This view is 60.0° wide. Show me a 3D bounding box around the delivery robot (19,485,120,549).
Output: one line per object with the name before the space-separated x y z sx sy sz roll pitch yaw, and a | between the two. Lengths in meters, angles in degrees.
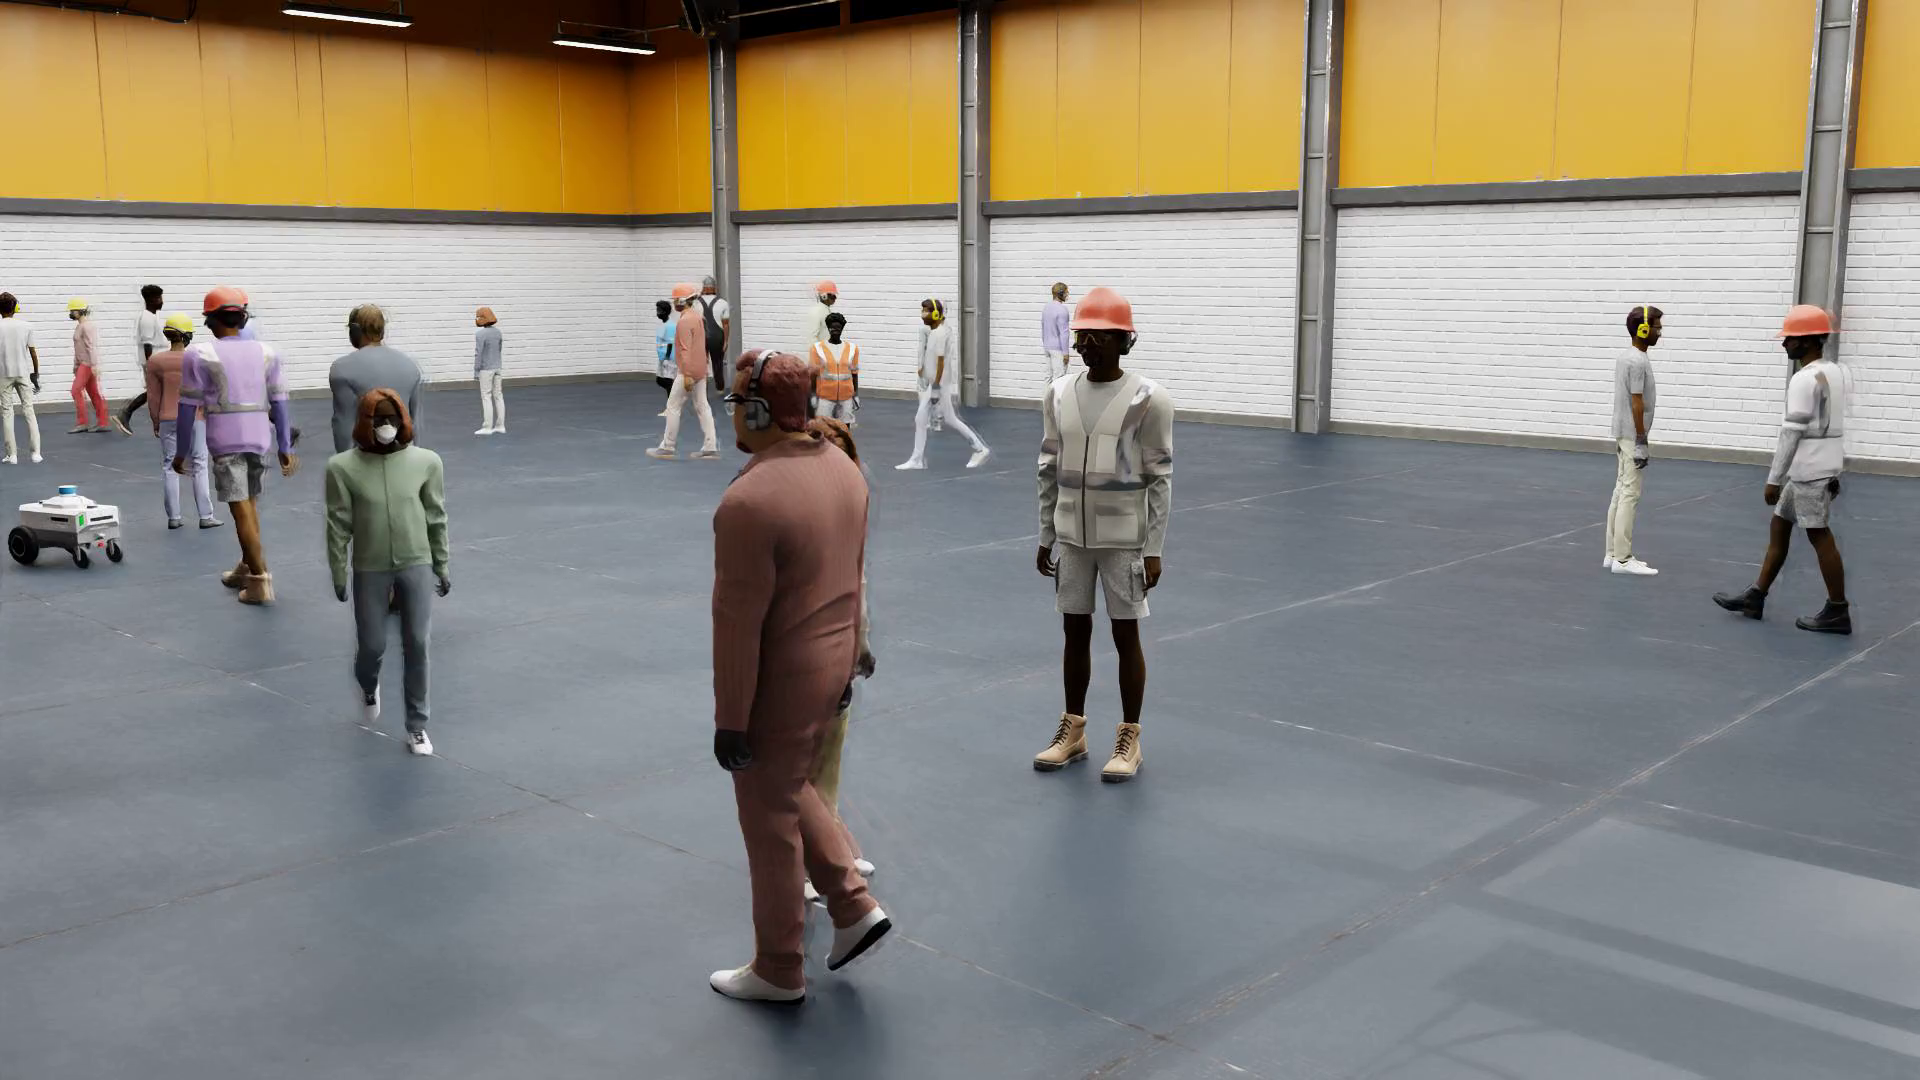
delivery robot | -6.418 -0.149 11.985 0.707 0.478 0.477 4 10 25

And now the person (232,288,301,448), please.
person | -8.014 -1.900 18.863 0.855 1.916 0.540 -3 10 -20

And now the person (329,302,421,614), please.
person | -3.476 -0.473 10.068 0.548 1.921 0.630 6 11 32

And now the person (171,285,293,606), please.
person | -4.675 -0.602 10.606 0.900 2.003 0.621 6 11 34

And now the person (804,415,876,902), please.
person | -0.476 0.387 5.682 0.289 1.633 0.501 7 12 37

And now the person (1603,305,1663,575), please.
person | 4.716 -0.694 11.601 0.324 1.869 0.514 2 9 10

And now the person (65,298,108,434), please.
person | -11.328 -2.232 21.369 0.642 1.743 0.557 -7 11 -36

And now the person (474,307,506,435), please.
person | -6.055 -2.164 21.341 0.303 1.635 0.501 4 10 22

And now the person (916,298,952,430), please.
person | -0.349 -2.287 21.765 0.507 1.740 0.359 -4 10 -26

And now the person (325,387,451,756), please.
person | -2.531 0.123 7.371 0.506 1.618 0.564 -5 10 -26

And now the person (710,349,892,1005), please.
person | -0.515 0.407 4.745 0.427 1.894 0.664 4 10 23

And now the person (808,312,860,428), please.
person | -1.249 -1.422 16.595 0.531 1.692 0.320 -3 10 -19

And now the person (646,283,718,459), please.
person | -3.114 -1.866 18.495 0.900 1.956 0.650 2 9 11

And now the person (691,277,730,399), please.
person | -4.122 -3.348 27.340 0.698 2.000 1.017 -1 9 -4

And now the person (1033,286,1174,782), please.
person | 0.580 -0.021 6.922 0.608 2.048 0.370 6 11 32

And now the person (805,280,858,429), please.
person | -1.690 -2.422 21.880 0.899 1.954 0.634 1 9 6

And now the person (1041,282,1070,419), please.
person | 1.358 -2.644 23.342 0.353 1.936 0.635 -4 10 -24

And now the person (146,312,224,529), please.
person | -6.334 -0.968 13.589 0.533 1.767 0.326 0 9 -2

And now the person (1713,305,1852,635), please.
person | 4.870 -0.419 9.789 0.926 1.898 0.562 8 12 41

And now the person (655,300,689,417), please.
person | -4.134 -2.587 23.785 0.445 1.679 0.536 -5 11 -29

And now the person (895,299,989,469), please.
person | -0.161 -1.643 17.597 0.985 1.821 0.532 -3 10 -16

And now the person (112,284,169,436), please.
person | -10.257 -2.258 20.986 0.856 1.942 0.608 -4 10 -26

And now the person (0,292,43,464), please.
person | -10.330 -1.762 18.144 0.533 1.868 0.310 -7 12 -38
